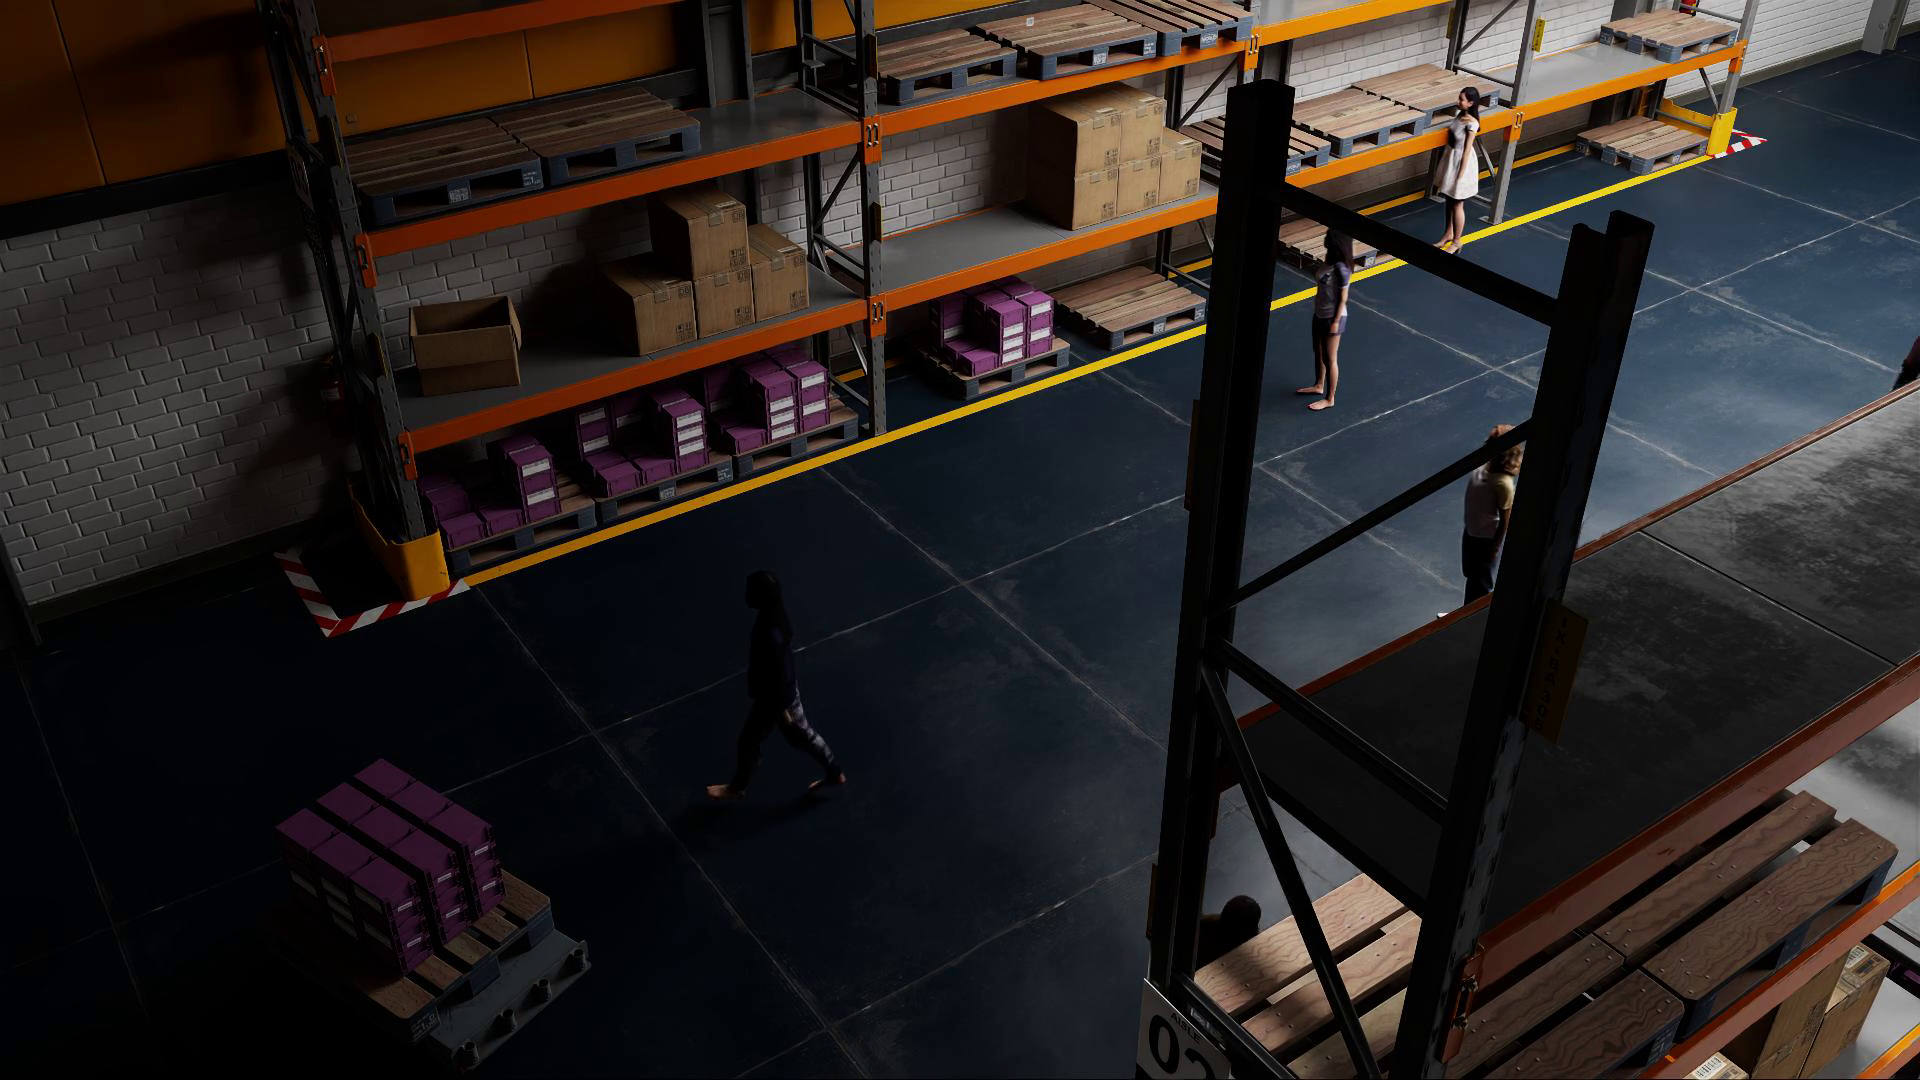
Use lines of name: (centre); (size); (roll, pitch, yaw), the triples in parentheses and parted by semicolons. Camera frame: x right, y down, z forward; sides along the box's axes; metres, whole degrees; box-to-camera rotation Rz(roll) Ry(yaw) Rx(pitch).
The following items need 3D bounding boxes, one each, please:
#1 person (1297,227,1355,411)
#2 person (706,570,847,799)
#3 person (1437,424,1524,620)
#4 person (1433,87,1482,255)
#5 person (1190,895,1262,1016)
person: (3.186, -1.949, 14.355); (0.660, 1.706, 0.668); (-5, 34, -8)
person: (-1.036, 0.912, 10.068); (1.192, 1.687, 0.983); (-3, 34, -4)
person: (3.629, -0.041, 11.469); (0.723, 1.722, 0.706); (-1, 34, -1)
person: (5.101, -3.777, 17.048); (0.802, 1.769, 0.776); (-2, 34, -4)
person: (1.297, 2.294, 7.910); (1.204, 1.773, 0.819); (-26, 42, -34)
